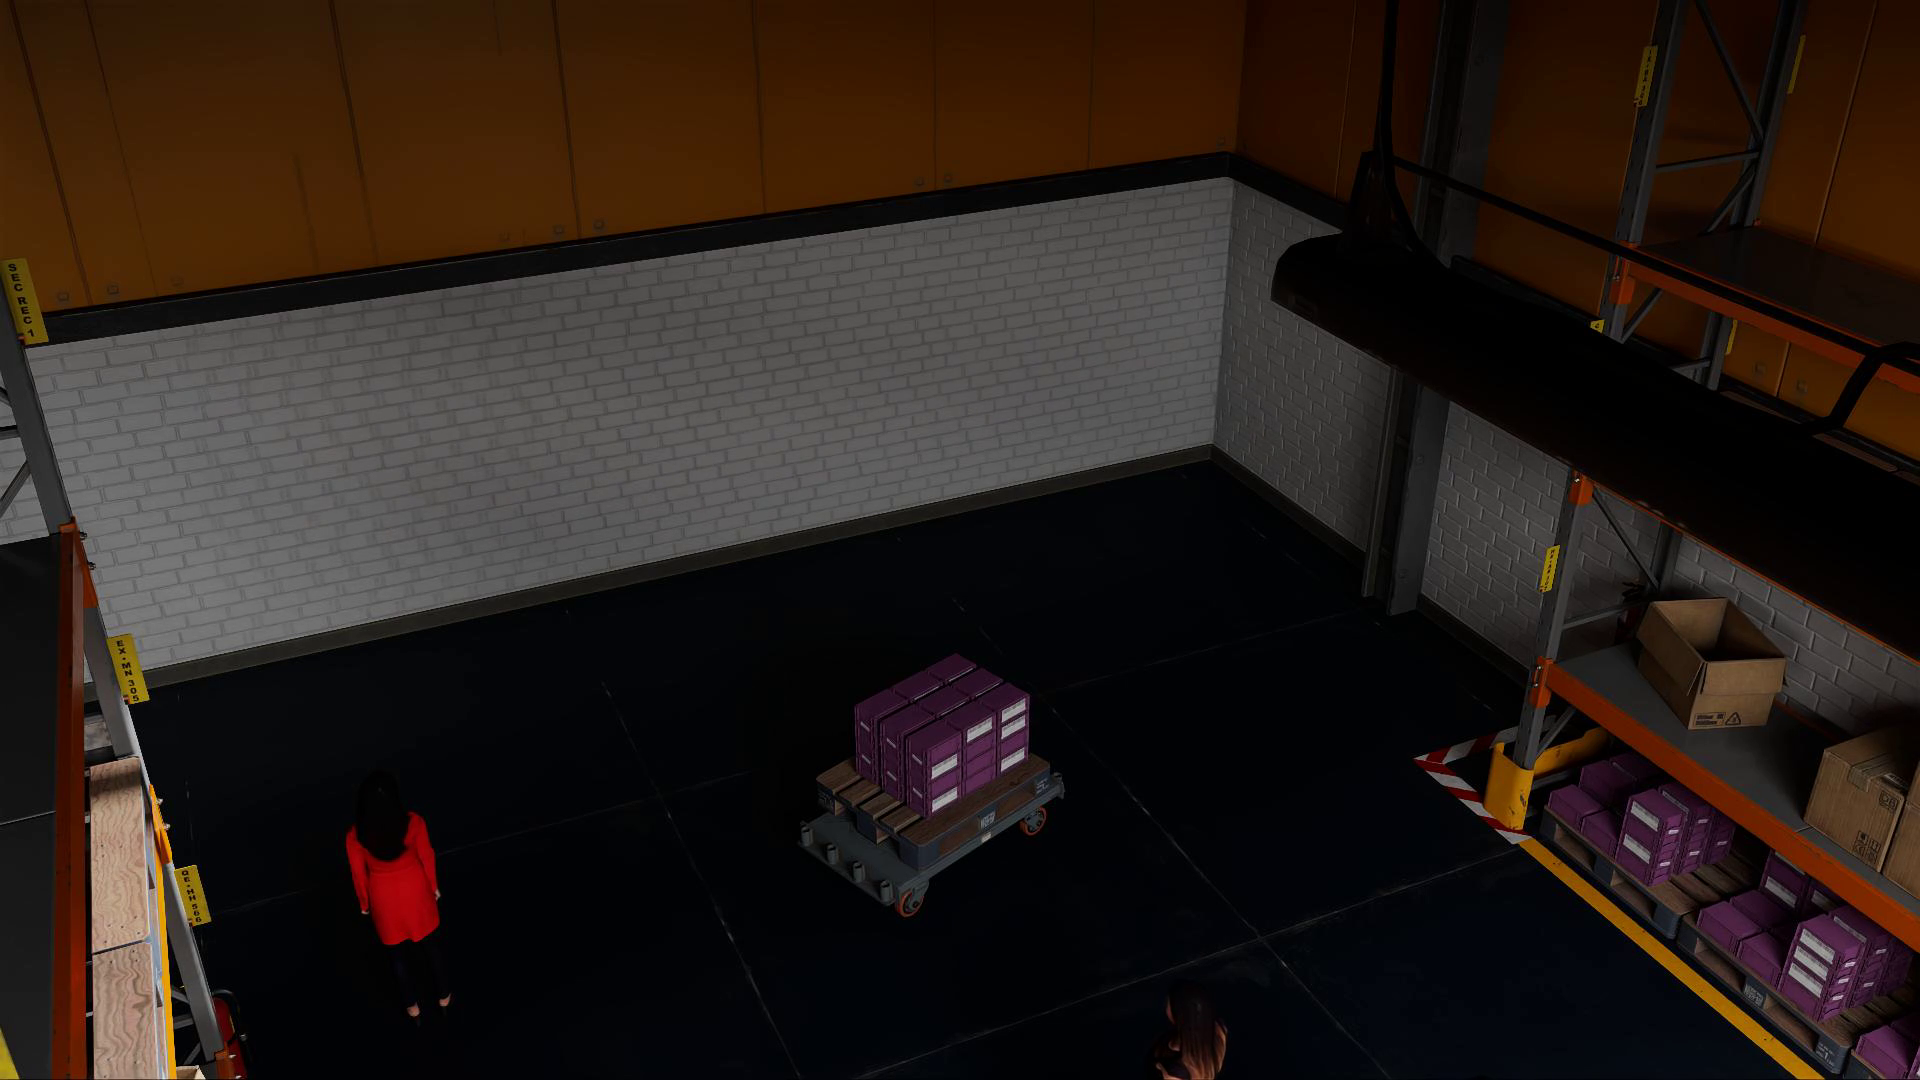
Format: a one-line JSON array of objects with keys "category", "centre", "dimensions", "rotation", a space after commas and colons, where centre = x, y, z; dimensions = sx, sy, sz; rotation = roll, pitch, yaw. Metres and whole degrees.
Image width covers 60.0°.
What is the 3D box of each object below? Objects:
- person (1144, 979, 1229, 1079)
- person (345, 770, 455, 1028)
[{"category": "person", "centre": [1.093, 2.803, 8.002], "dimensions": [0.771, 1.717, 0.752], "rotation": [18, 33, 30]}, {"category": "person", "centre": [-3.151, 2.031, 9.387], "dimensions": [0.616, 1.747, 0.616], "rotation": [-11, 30, -19]}]
